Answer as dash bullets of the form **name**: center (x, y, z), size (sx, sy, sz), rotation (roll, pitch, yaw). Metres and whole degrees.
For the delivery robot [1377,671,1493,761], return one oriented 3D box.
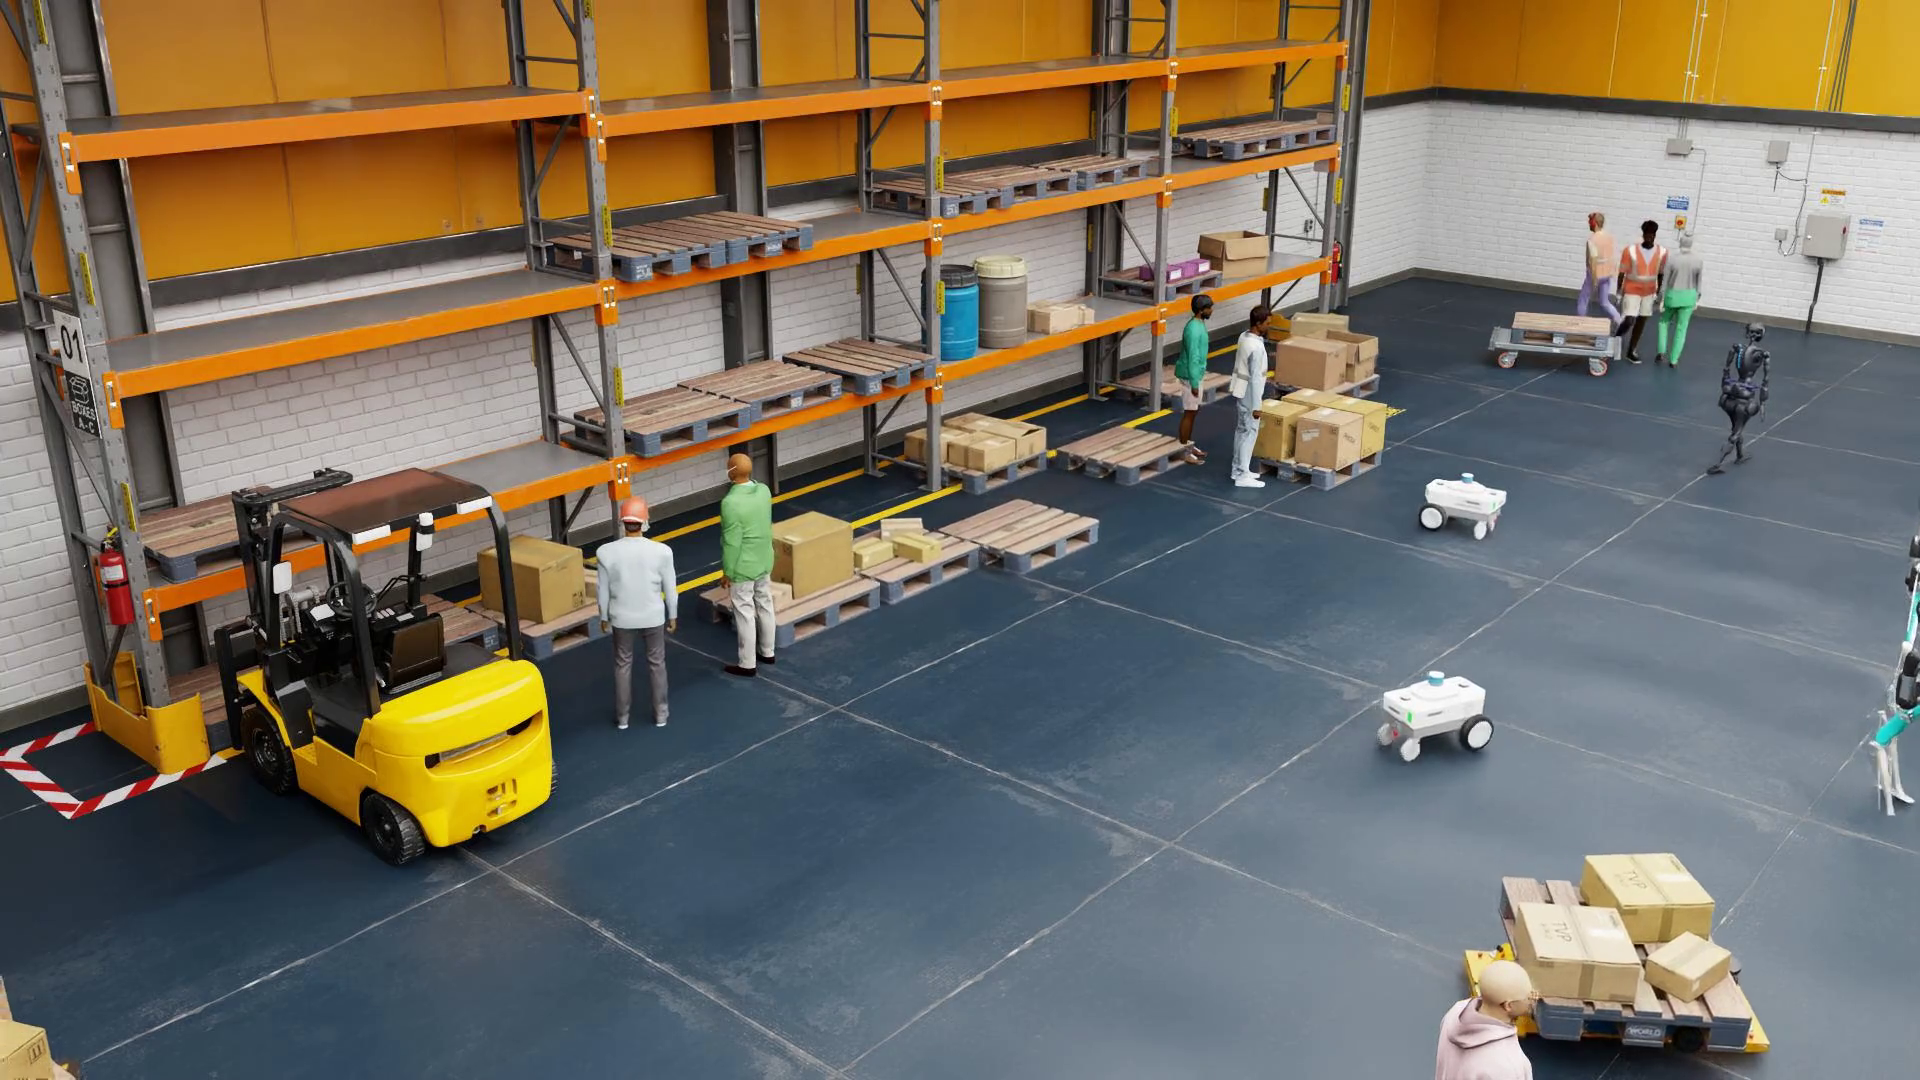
- **delivery robot**: center (3.356, 1.221, 11.820), size (0.767, 0.587, 0.499), rotation (-9, 22, -23)

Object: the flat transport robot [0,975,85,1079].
- **flat transport robot**: center (-4.615, 2.922, 7.633), size (0.659, 0.231, 1.431), rotation (14, 24, 33)

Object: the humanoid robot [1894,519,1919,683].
- **humanoid robot**: center (7.208, 0.446, 12.384), size (0.786, 1.888, 0.543), rotation (-16, 26, -37)

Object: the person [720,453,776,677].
- **person**: center (-1.649, 0.188, 12.855), size (0.385, 1.784, 0.539), rotation (13, 24, 30)

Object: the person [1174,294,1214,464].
- **person**: center (2.517, -1.753, 18.034), size (0.391, 1.841, 0.504), rotation (5, 21, 14)

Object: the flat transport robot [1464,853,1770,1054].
- **flat transport robot**: center (3.506, 2.437, 8.949), size (1.431, 0.231, 0.659), rotation (2, 20, 7)

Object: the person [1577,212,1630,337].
- **person**: center (9.055, -3.693, 23.384), size (0.583, 1.784, 0.898), rotation (-14, 24, -32)

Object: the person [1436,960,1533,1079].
- **person**: center (2.064, 2.465, 6.685), size (0.401, 1.783, 0.525), rotation (-4, 21, -11)

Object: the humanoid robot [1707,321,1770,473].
- **humanoid robot**: center (8.353, -1.532, 17.747), size (0.802, 1.619, 0.615), rotation (-9, 22, -23)

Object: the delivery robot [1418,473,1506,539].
- **delivery robot**: center (4.860, -0.353, 16.076), size (0.744, 0.582, 0.518), rotation (13, 24, 32)

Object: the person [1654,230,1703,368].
- **person**: center (9.500, -3.194, 21.963), size (0.521, 1.830, 0.493), rotation (7, 21, 17)

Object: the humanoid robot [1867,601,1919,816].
- **humanoid robot**: center (6.204, 0.947, 10.882), size (0.543, 1.794, 0.779), rotation (-7, 21, -17)

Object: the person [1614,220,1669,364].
- **person**: center (9.035, -3.297, 22.076), size (0.642, 1.934, 0.495), rotation (-2, 20, -5)

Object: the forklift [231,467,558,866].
- **forklift**: center (-3.730, 0.710, 10.856), size (2.313, 2.155, 1.214), rotation (17, 26, 38)

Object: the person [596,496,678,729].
- **person**: center (-2.320, 0.523, 12.009), size (0.575, 1.737, 0.351), rotation (-3, 20, -7)

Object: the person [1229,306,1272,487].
- **person**: center (3.003, -1.486, 17.217), size (0.408, 1.908, 0.595), rotation (-2, 20, -5)
